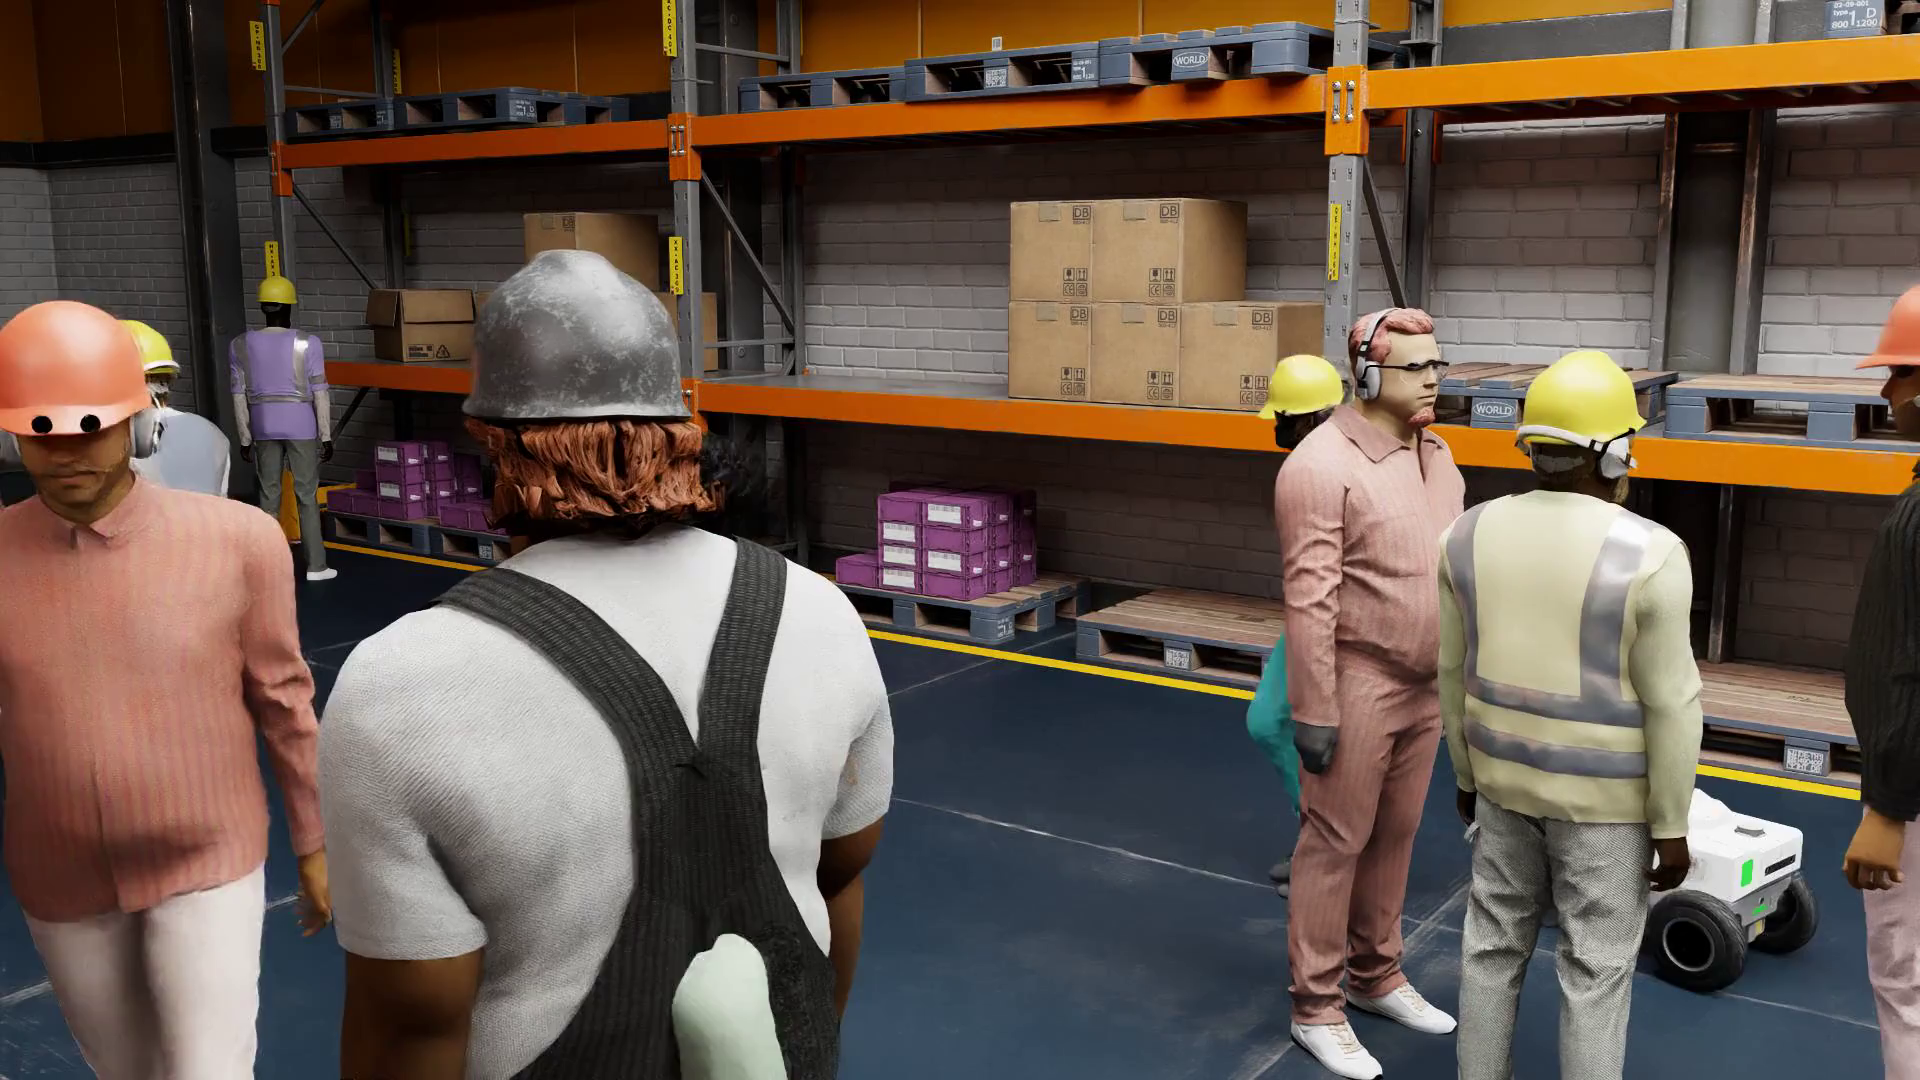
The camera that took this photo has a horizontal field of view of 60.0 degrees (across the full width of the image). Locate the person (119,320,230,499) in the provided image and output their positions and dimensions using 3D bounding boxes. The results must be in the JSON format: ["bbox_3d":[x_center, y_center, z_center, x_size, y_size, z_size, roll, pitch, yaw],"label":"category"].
[{"bbox_3d":[-2.634,0.203,5.452,0.404,1.830,0.599,2,10,13],"label":"person"}]

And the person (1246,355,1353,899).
[{"bbox_3d":[1.098,0.298,5.133,0.431,1.735,0.544,0,10,1],"label":"person"}]

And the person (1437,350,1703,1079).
[{"bbox_3d":[1.308,0.515,3.579,0.404,1.837,0.588,-8,12,-38],"label":"person"}]

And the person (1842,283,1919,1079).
[{"bbox_3d":[1.958,0.472,3.373,0.622,1.990,0.402,-9,13,-42],"label":"person"}]

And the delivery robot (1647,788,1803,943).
[{"bbox_3d":[2.060,0.887,4.894,0.477,0.478,0.707,-8,12,-38],"label":"delivery robot"}]

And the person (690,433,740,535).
[{"bbox_3d":[-0.501,0.596,3.573,0.751,1.672,0.529,3,10,18],"label":"person"}]

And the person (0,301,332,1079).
[{"bbox_3d":[-1.408,0.591,2.770,0.656,1.947,0.940,-3,10,-16],"label":"person"}]

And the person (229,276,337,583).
[{"bbox_3d":[-4.229,-0.679,10.416,0.585,1.928,0.370,-1,10,-5],"label":"person"}]

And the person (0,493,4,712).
[{"bbox_3d":[-3.940,0.025,6.564,0.992,1.811,0.527,1,10,4],"label":"person"}]

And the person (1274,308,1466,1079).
[{"bbox_3d":[1.067,0.376,4.203,0.649,1.907,0.409,-9,13,-43],"label":"person"}]

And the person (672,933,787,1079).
[{"bbox_3d":[-0.321,0.901,2.012,0.837,1.589,0.489,-3,10,-15],"label":"person"}]
